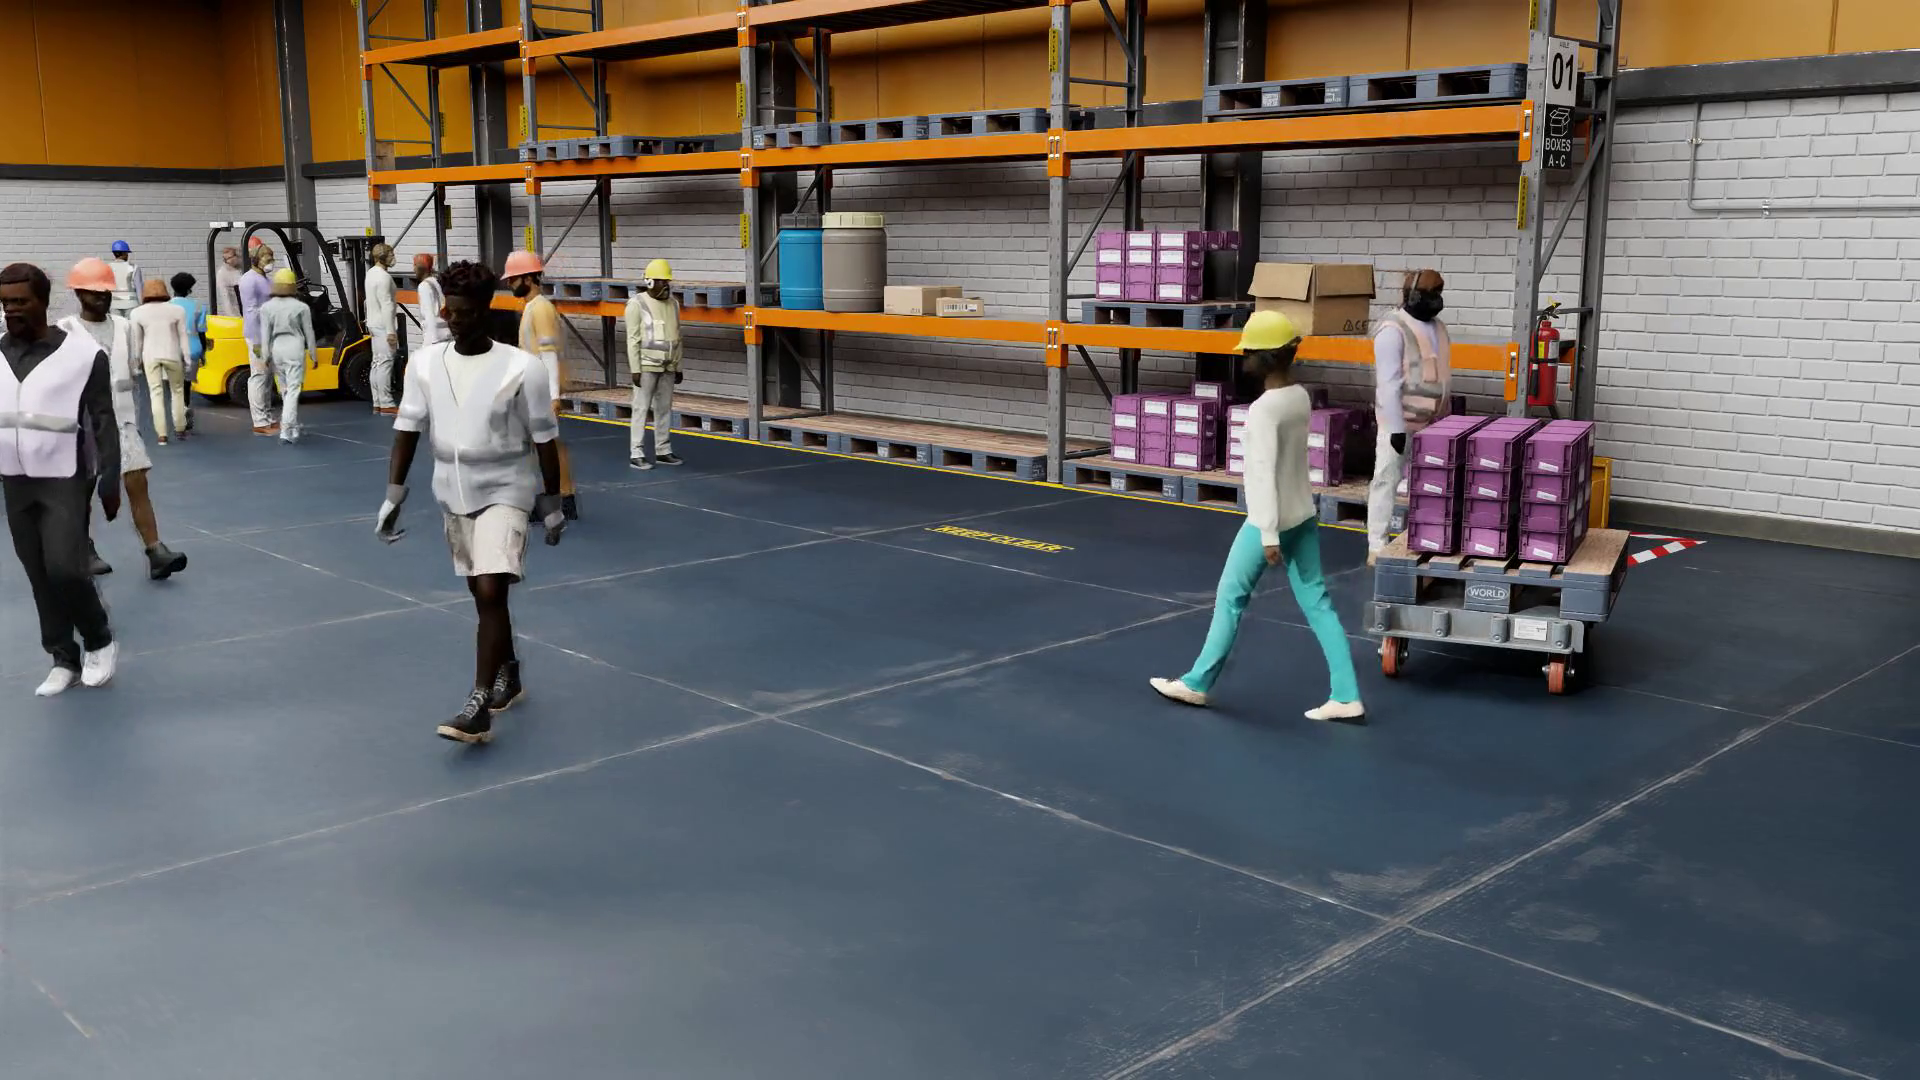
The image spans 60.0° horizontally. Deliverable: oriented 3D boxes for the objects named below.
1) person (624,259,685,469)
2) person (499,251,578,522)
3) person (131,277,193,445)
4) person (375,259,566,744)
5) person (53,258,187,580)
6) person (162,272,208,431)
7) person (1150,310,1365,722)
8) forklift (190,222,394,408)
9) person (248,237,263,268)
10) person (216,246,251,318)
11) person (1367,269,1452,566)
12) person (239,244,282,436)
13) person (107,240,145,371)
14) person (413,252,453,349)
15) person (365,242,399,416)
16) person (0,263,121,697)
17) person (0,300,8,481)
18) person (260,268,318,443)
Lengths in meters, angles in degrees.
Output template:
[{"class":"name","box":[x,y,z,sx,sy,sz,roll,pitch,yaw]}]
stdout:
[{"class":"person","box":[-2.638,-1.525,14.494,0.416,1.821,0.608,8,13,37]},{"class":"person","box":[-3.049,-1.054,11.650,0.735,1.907,0.564,-3,11,-17]},{"class":"person","box":[-7.804,-1.758,16.294,0.530,1.610,0.659,-4,11,-22]},{"class":"person","box":[-1.986,-0.153,6.706,0.618,1.918,0.976,3,11,15]},{"class":"person","box":[-4.975,-0.688,9.710,0.992,1.881,0.574,7,13,34]},{"class":"person","box":[-7.942,-1.899,16.991,0.541,1.650,0.685,-7,13,-34]},{"class":"person","box":[1.299,-0.092,6.946,0.924,1.718,0.527,8,13,36]},{"class":"forklift","box":[-8.169,-2.758,20.163,2.313,2.155,1.214,-10,14,-44]},{"class":"person","box":[-10.453,-3.496,24.726,0.375,1.997,0.612,-2,11,-9]},{"class":"person","box":[-10.363,-3.290,23.998,0.430,1.864,0.747,5,12,27]},{"class":"person","box":[2.798,-0.681,9.873,0.654,1.812,0.847,-8,13,-38]},{"class":"person","box":[-7.070,-2.026,16.889,0.371,1.933,0.627,-1,10,-6]},{"class":"person","box":[-12.481,-3.490,24.838,0.605,1.944,0.402,-1,10,-5]},{"class":"person","box":[-5.754,-2.262,18.436,0.837,1.850,0.597,1,10,7]},{"class":"person","box":[-6.487,-2.366,18.726,0.371,1.939,0.629,-6,12,-32]},{"class":"person","box":[-4.028,-0.251,7.292,0.594,1.903,0.455,1,10,3]},{"class":"person","box":[-8.023,-1.392,13.723,0.620,1.819,0.421,-6,12,-31]},{"class":"person","box":[-6.622,-1.811,16.385,0.485,1.712,0.868,1,10,4]}]
